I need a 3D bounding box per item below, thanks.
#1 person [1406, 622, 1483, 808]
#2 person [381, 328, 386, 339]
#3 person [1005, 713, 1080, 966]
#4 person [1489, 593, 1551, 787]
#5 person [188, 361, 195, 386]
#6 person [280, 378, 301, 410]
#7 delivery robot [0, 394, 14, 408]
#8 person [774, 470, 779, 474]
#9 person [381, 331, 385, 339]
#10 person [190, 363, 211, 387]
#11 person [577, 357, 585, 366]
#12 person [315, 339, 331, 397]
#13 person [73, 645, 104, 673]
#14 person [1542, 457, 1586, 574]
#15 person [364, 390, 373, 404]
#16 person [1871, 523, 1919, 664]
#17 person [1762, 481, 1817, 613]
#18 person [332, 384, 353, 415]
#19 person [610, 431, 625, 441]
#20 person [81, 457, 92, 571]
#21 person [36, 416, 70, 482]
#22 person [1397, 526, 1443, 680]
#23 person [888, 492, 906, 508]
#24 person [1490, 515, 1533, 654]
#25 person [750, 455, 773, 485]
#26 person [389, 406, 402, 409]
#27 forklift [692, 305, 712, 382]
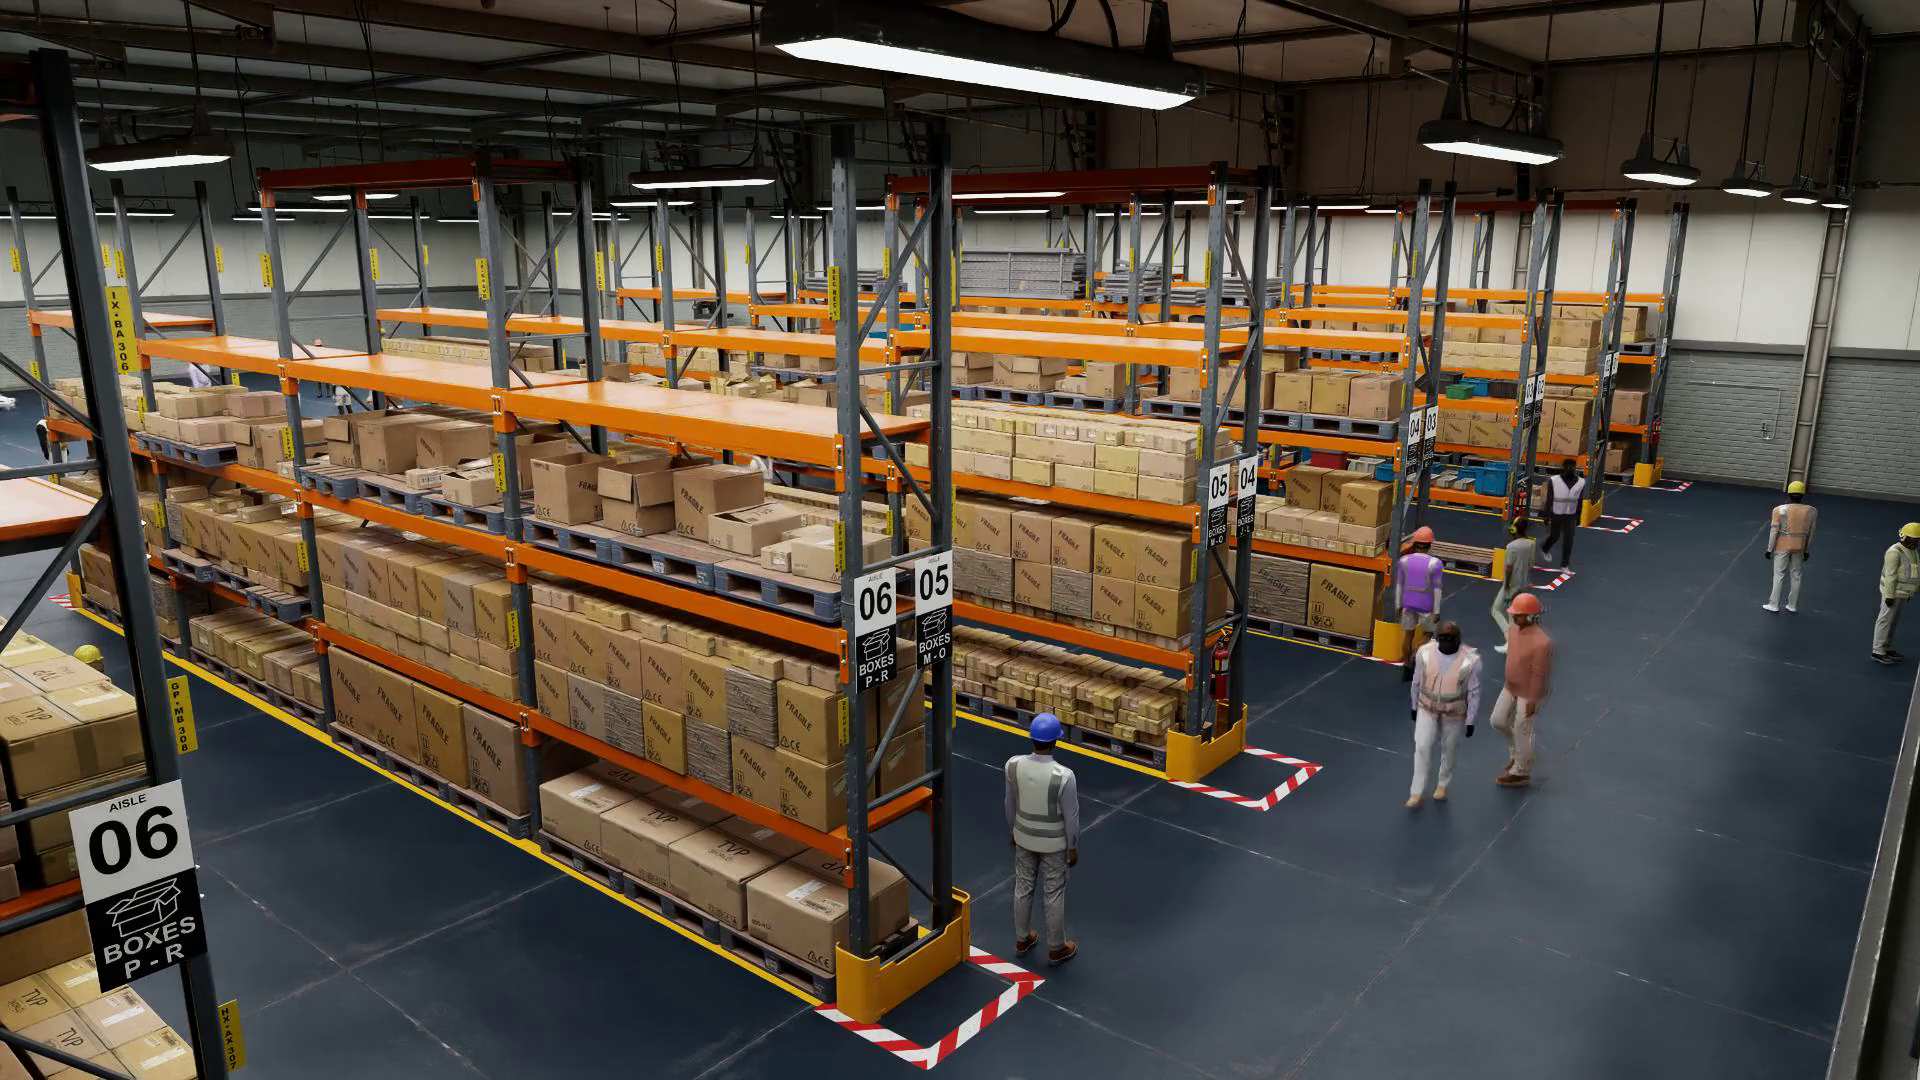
[{"bbox_3d":[4.559,1.677,11.947,0.650,1.809,0.861,9,16,31],"label":"person"},{"bbox_3d":[-23.090,-7.564,50.162,0.535,1.723,0.641,6,15,22],"label":"person"},{"bbox_3d":[0.618,2.224,9.422,0.602,1.948,0.386,8,16,30],"label":"person"},{"bbox_3d":[5.531,1.479,12.437,0.419,1.979,0.614,-3,14,-12],"label":"person"},{"bbox_3d":[-25.344,-5.528,41.694,0.329,1.765,0.526,2,14,7],"label":"person"},{"bbox_3d":[-20.851,-5.000,39.160,0.372,1.940,0.631,10,17,34],"label":"person"},{"bbox_3d":[-29.713,-4.279,38.970,0.707,0.478,0.477,-2,14,-9],"label":"delivery robot"},{"bbox_3d":[-4.343,-2.320,28.651,0.552,1.688,0.337,-3,14,-12],"label":"person"},{"bbox_3d":[-22.930,-7.472,49.971,0.533,1.633,0.339,9,17,34],"label":"person"},{"bbox_3d":[-22.652,-4.634,37.804,0.964,1.857,0.677,5,15,20],"label":"person"},{"bbox_3d":[-11.132,-4.504,37.321,0.347,1.841,0.505,-2,14,-9],"label":"person"},{"bbox_3d":[-21.460,-5.767,42.315,0.551,1.936,0.357,-5,15,-20],"label":"person"},{"bbox_3d":[-7.923,1.806,11.591,0.483,1.737,0.320,3,14,12],"label":"person"},{"bbox_3d":[9.781,-0.442,20.488,0.607,1.897,0.722,1,14,3],"label":"person"},{"bbox_3d":[-18.781,-5.339,40.520,0.996,1.958,0.605,-3,14,-14],"label":"person"},{"bbox_3d":[12.003,0.664,16.097,0.587,1.825,0.404,-9,16,-33],"label":"person"},{"bbox_3d":[11.970,0.104,18.193,0.589,1.924,0.384,2,14,8],"label":"person"},{"bbox_3d":[-17.484,-4.153,35.616,0.362,1.963,0.613,8,16,29],"label":"person"},{"bbox_3d":[-7.162,-1.925,26.659,0.601,1.868,1.018,8,16,30],"label":"person"},{"bbox_3d":[-14.011,-0.413,20.387,0.700,1.893,0.782,10,17,34],"label":"person"},{"bbox_3d":[-19.143,-1.905,26.660,0.431,1.836,0.619,1,14,6],"label":"person"},{"bbox_3d":[5.605,0.784,15.390,0.570,1.924,0.447,12,18,40],"label":"person"},{"bbox_3d":[-0.903,0.212,17.783,0.653,1.907,0.408,-3,14,-10],"label":"person"},{"bbox_3d":[7.173,0.586,16.354,0.522,1.856,0.390,-6,15,-25],"label":"person"},{"bbox_3d":[-3.426,-0.856,22.212,0.984,1.883,0.568,10,17,35],"label":"person"},{"bbox_3d":[-16.694,-4.456,37.121,0.627,1.846,0.429,-1,14,-4],"label":"person"},{"bbox_3d":[-9.511,-7.392,47.124,1.873,2.768,1.129,11,17,38],"label":"forklift"}]
